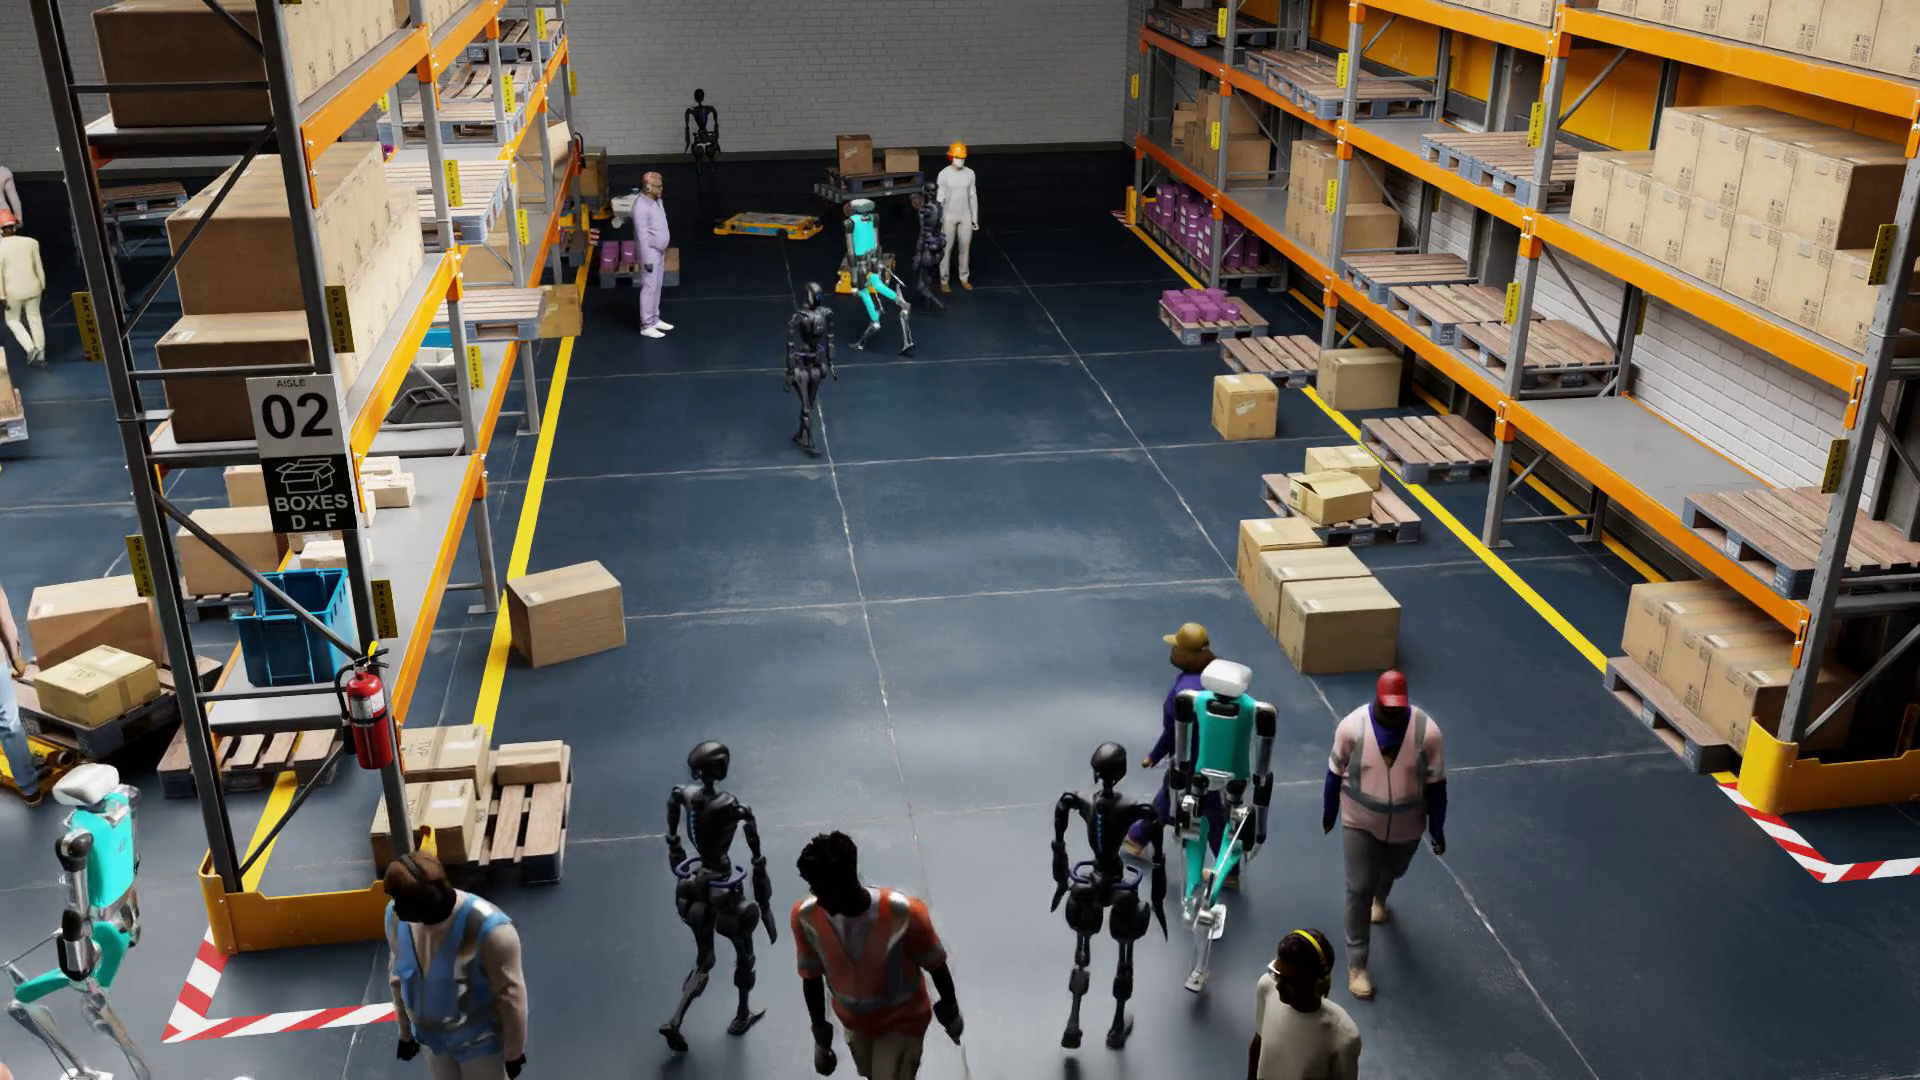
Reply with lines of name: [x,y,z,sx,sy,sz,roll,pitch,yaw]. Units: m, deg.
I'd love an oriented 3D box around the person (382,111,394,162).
person: [-8.019,-5.151,23.508,0.704,1.808,0.540,-10,25,-21]

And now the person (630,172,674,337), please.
person: [-3.528,-3.292,19.169,0.394,1.893,0.638,3,24,8]

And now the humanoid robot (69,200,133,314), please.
humanoid robot: [-10.310,-3.505,19.945,0.600,1.627,0.754,-17,29,-33]

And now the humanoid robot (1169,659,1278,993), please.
humanoid robot: [1.248,1.529,8.422,0.555,1.752,1.035,10,25,21]

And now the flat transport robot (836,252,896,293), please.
flat transport robot: [-1.215,-3.479,21.603,0.659,0.231,1.431,1,24,2]

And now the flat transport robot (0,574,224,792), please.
flat transport robot: [-5.665,1.195,10.956,0.659,0.231,1.431,12,26,26]

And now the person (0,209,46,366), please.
person: [-10.181,-2.719,18.040,0.427,1.736,0.567,18,29,35]

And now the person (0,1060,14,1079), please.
person: [-3.638,2.456,6.032,1.064,1.926,0.666,17,29,34]

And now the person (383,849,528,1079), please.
person: [-2.091,2.086,7.020,0.655,1.812,0.437,10,26,22]

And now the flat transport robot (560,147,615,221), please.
flat transport robot: [-5.888,-4.980,25.024,1.431,0.231,0.659,-1,24,-2]

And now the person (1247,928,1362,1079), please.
person: [1.284,2.293,6.465,0.323,1.870,0.513,-18,29,-35]

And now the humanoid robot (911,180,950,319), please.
humanoid robot: [-0.323,-3.457,19.805,0.524,1.642,0.610,11,26,23]

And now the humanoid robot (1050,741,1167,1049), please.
humanoid robot: [0.691,1.745,7.940,0.593,1.643,0.493,7,25,16]

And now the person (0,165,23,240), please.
person: [-12.098,-4.039,20.826,0.657,1.912,0.750,-14,27,-29]

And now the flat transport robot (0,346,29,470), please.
flat transport robot: [-9.480,-0.896,15.719,0.659,0.231,1.431,-13,27,-27]

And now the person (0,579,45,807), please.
person: [-5.913,0.732,9.883,0.617,1.990,0.396,-11,26,-23]

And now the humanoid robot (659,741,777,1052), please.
humanoid robot: [-1.196,1.735,7.988,0.609,1.631,0.584,12,26,26]

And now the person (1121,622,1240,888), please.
person: [1.237,1.192,9.324,0.853,1.568,0.442,10,26,21]

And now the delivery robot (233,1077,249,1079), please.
delivery robot: [-3.388,2.669,7.219,0.769,0.577,0.499,-19,30,-37]

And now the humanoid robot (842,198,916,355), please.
humanoid robot: [-0.832,-2.848,18.439,1.058,1.782,0.534,18,29,35]

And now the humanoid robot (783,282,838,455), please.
humanoid robot: [-1.391,-1.626,15.656,0.589,1.638,0.649,-21,31,-39]

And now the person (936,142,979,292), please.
person: [-0.043,-4.055,20.915,0.553,1.890,0.392,-9,25,-19]

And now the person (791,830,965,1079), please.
person: [-0.376,2.045,6.994,0.659,1.905,0.854,9,25,20]

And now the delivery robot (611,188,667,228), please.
delivery robot: [-4.705,-4.841,24.347,0.768,0.591,0.499,5,24,11]

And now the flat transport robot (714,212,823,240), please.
flat transport robot: [-2.762,-4.528,23.995,1.431,0.231,0.659,6,24,14]

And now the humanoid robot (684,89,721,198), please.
humanoid robot: [-4.043,-6.233,26.108,0.599,1.657,0.315,-12,26,-25]

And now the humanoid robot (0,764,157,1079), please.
humanoid robot: [-4.123,1.855,7.688,0.824,1.808,0.540,1,24,3]

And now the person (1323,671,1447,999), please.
person: [2.199,1.420,8.645,0.604,1.719,0.891,2,24,6]
